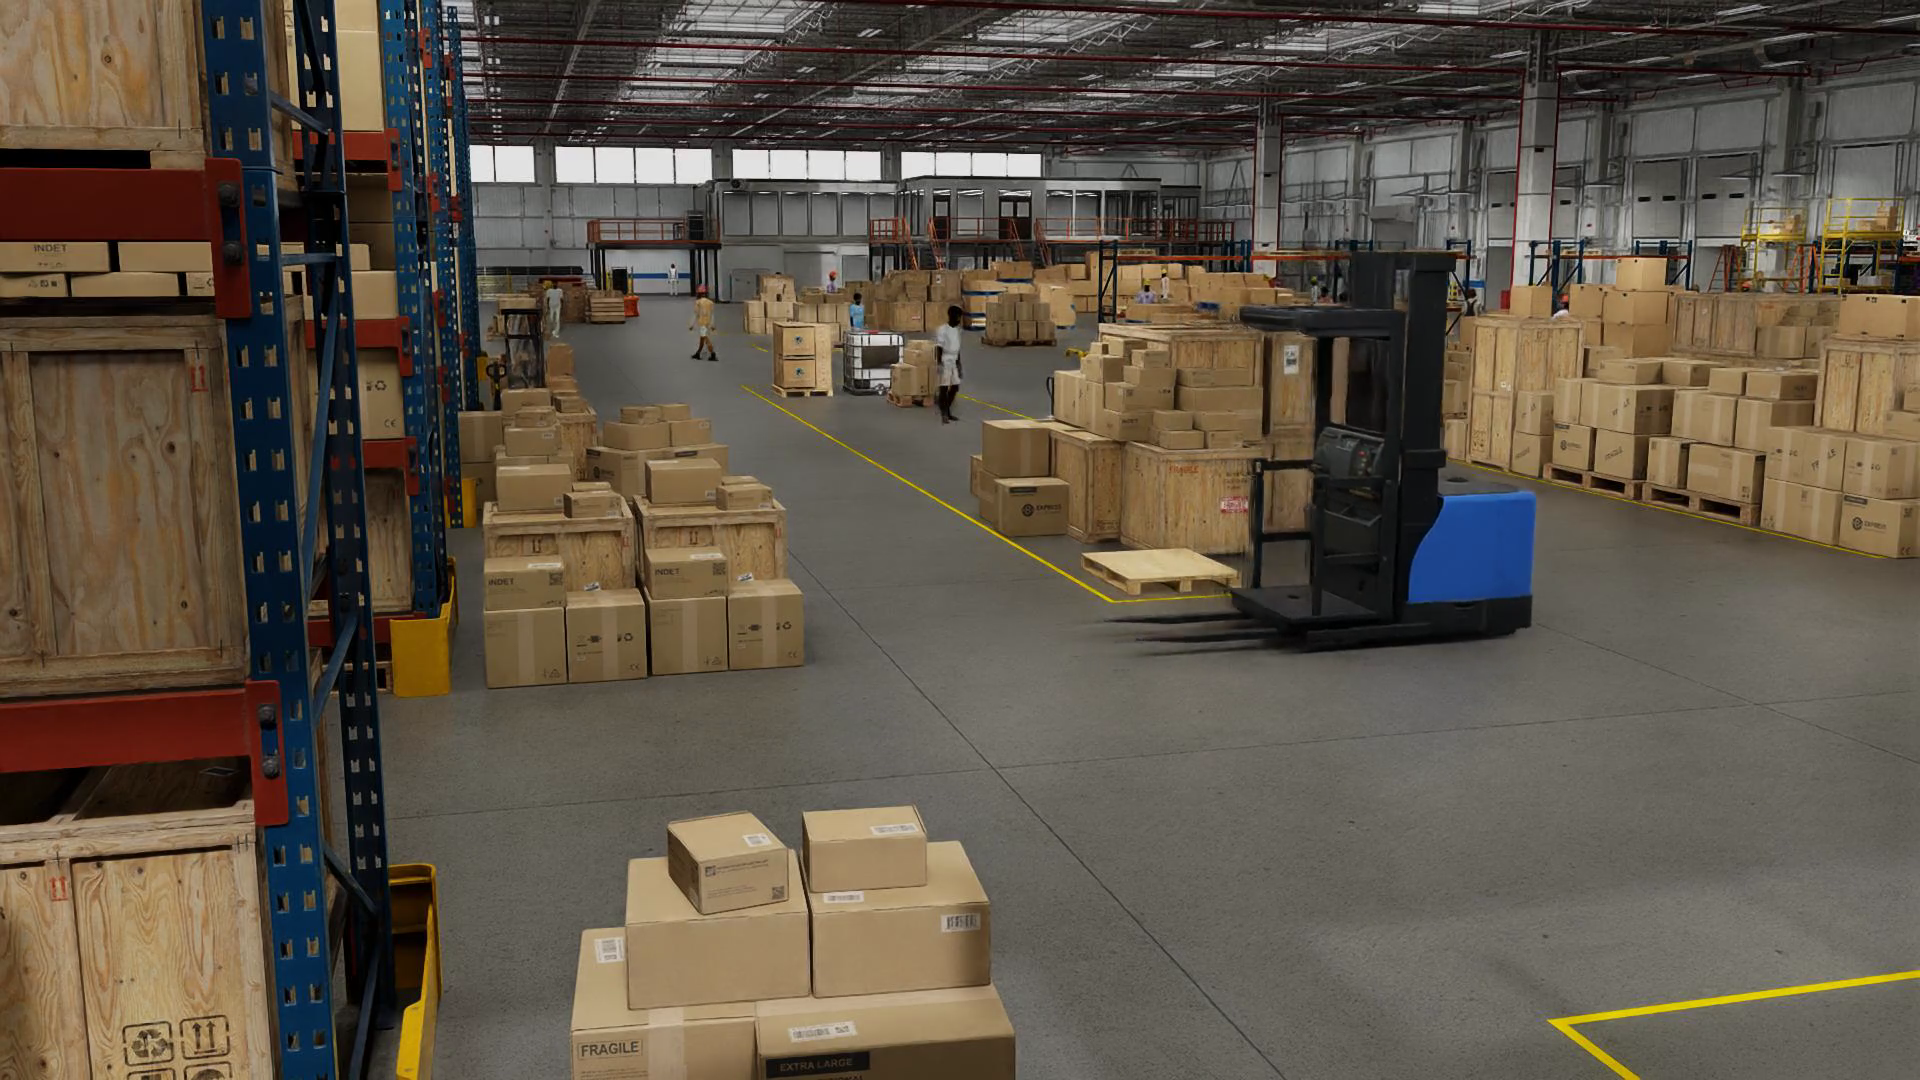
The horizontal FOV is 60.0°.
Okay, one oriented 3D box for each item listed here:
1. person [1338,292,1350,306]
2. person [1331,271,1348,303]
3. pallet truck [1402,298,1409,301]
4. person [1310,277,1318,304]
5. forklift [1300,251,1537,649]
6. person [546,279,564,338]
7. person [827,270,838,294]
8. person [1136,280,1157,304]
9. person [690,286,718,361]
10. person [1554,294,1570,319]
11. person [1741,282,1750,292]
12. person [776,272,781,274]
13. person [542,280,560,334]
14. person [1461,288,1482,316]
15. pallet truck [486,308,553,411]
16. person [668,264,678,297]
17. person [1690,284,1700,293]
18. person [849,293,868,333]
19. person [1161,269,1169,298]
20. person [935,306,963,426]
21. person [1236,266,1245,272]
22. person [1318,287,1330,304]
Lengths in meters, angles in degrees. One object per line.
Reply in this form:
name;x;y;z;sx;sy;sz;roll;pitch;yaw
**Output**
person;7.939;-4.202;34.694;0.372;1.917;0.596;-4;11;-22
person;15.133;-9.761;66.189;0.605;1.901;0.954;5;11;28
pallet truck;14.620;-7.324;52.145;0.823;1.965;1.885;8;13;40
person;12.965;-8.769;61.045;0.297;1.745;0.484;0;10;-1
forklift;3.210;-0.723;12.267;1.873;2.768;1.129;-3;10;-15
person;-12.745;-7.298;52.388;0.560;1.855;0.490;-1;10;-8
person;-4.412;-8.291;57.506;0.395;2.039;0.608;1;10;5
person;5.531;-6.750;49.223;0.599;1.875;0.982;0;10;0
person;-6.442;-5.442;41.841;1.033;1.882;0.563;7;12;36
person;12.461;-4.120;34.343;1.011;1.892;0.546;-2;10;-10
person;21.605;-6.175;45.990;0.564;1.887;0.863;10;14;44
person;-7.150;-9.605;65.440;0.520;1.865;0.328;10;14;43
person;-13.158;-7.421;53.268;0.418;1.793;0.616;0;10;2
person;12.981;-5.488;42.233;0.531;1.828;0.532;6;12;29
pallet truck;-6.242;-2.418;24.362;0.823;1.965;1.885;1;10;3
person;-16.309;-14.764;94.595;0.584;1.882;0.347;-2;10;-12
person;18.096;-5.338;41.065;0.632;1.940;0.368;4;11;20
person;-2.625;-5.510;42.761;0.344;1.682;0.553;10;14;43
person;8.410;-10.162;68.432;0.383;1.922;0.587;5;11;27
person;-0.208;-2.807;26.805;0.402;1.923;0.714;6;12;30
person;15.505;-14.266;91.606;0.642;1.937;1.008;6;12;31
person;10.644;-6.615;49.028;0.436;1.680;0.579;-3;11;-18
